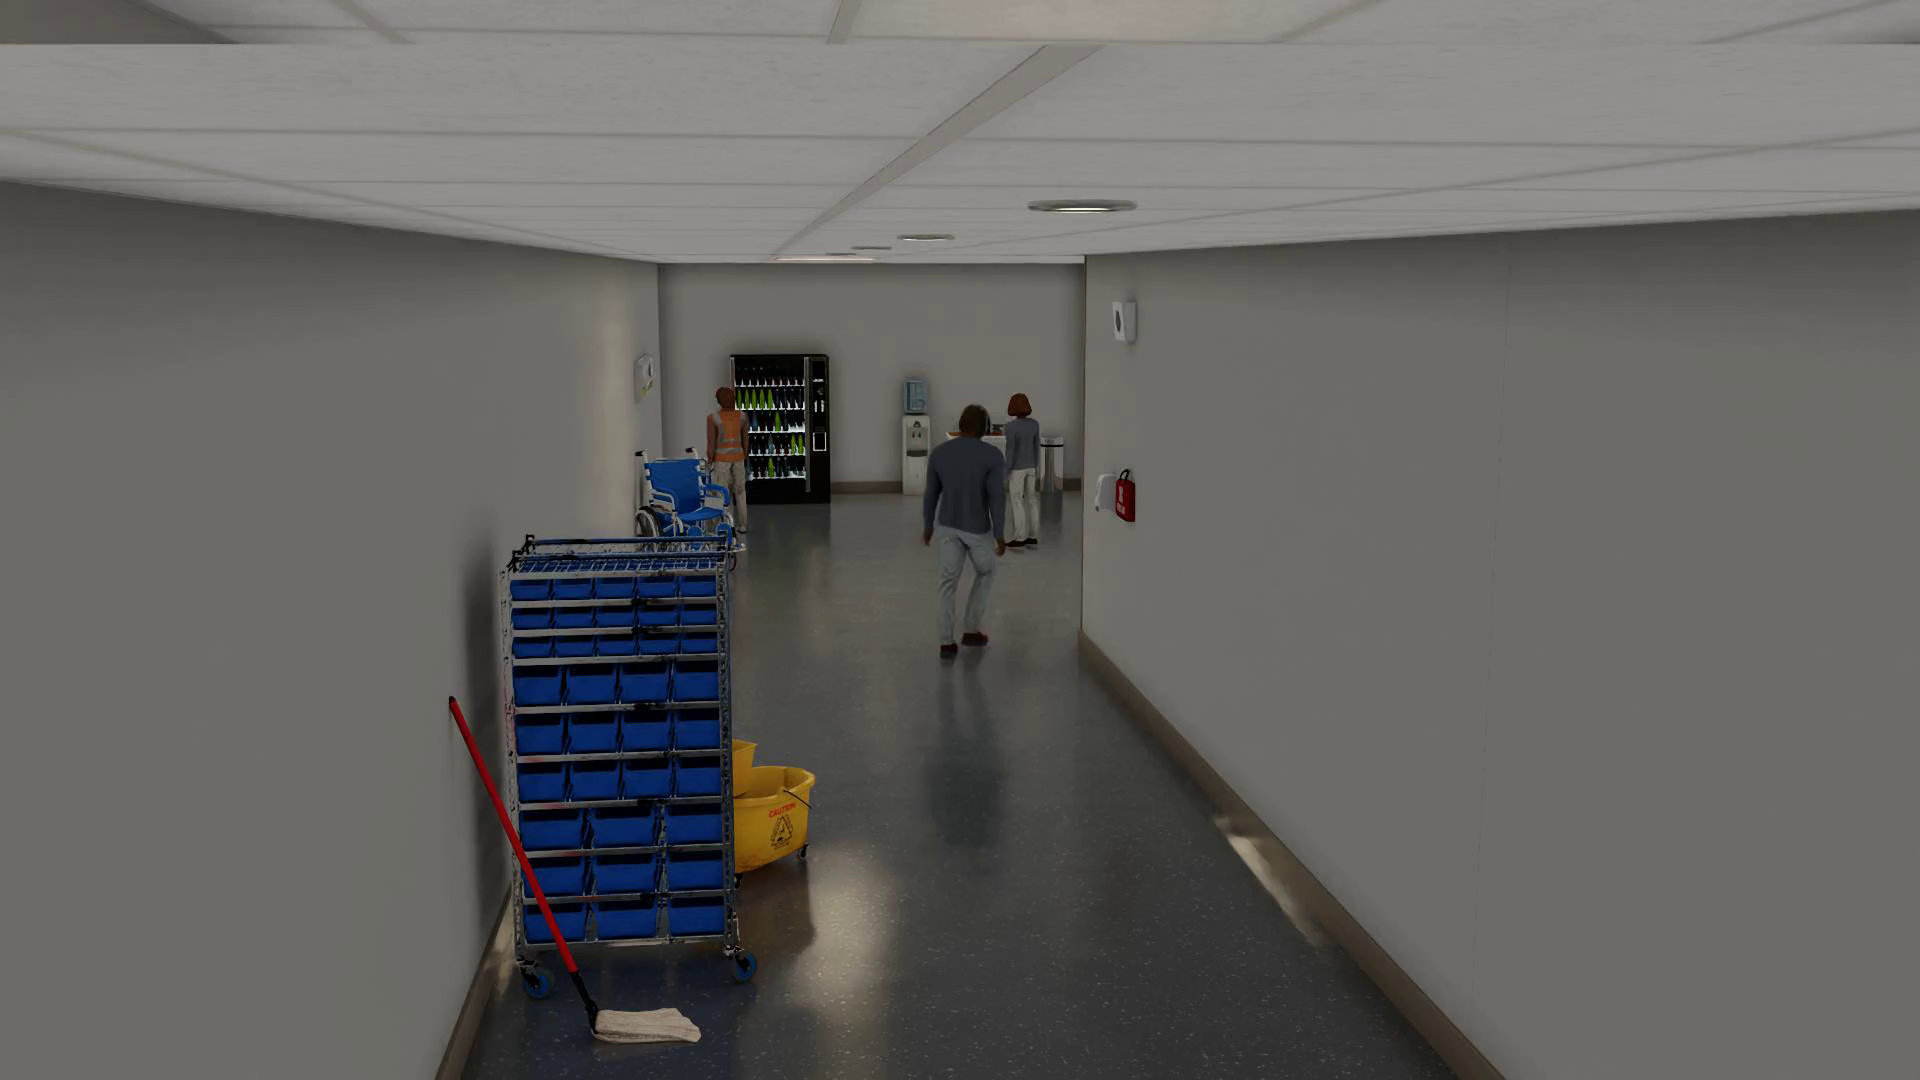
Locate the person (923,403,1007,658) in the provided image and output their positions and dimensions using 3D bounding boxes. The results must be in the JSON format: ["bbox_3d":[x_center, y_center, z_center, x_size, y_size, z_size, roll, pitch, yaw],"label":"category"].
[{"bbox_3d":[0.042,-0.077,12.609,0.749,1.902,0.678,4,10,24],"label":"person"}]

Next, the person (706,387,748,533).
[{"bbox_3d":[-2.566,-0.868,18.386,0.513,1.641,0.309,-7,11,-36],"label":"person"}]

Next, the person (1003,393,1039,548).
[{"bbox_3d":[0.641,-0.728,17.533,0.268,1.632,0.507,9,13,44],"label":"person"}]
